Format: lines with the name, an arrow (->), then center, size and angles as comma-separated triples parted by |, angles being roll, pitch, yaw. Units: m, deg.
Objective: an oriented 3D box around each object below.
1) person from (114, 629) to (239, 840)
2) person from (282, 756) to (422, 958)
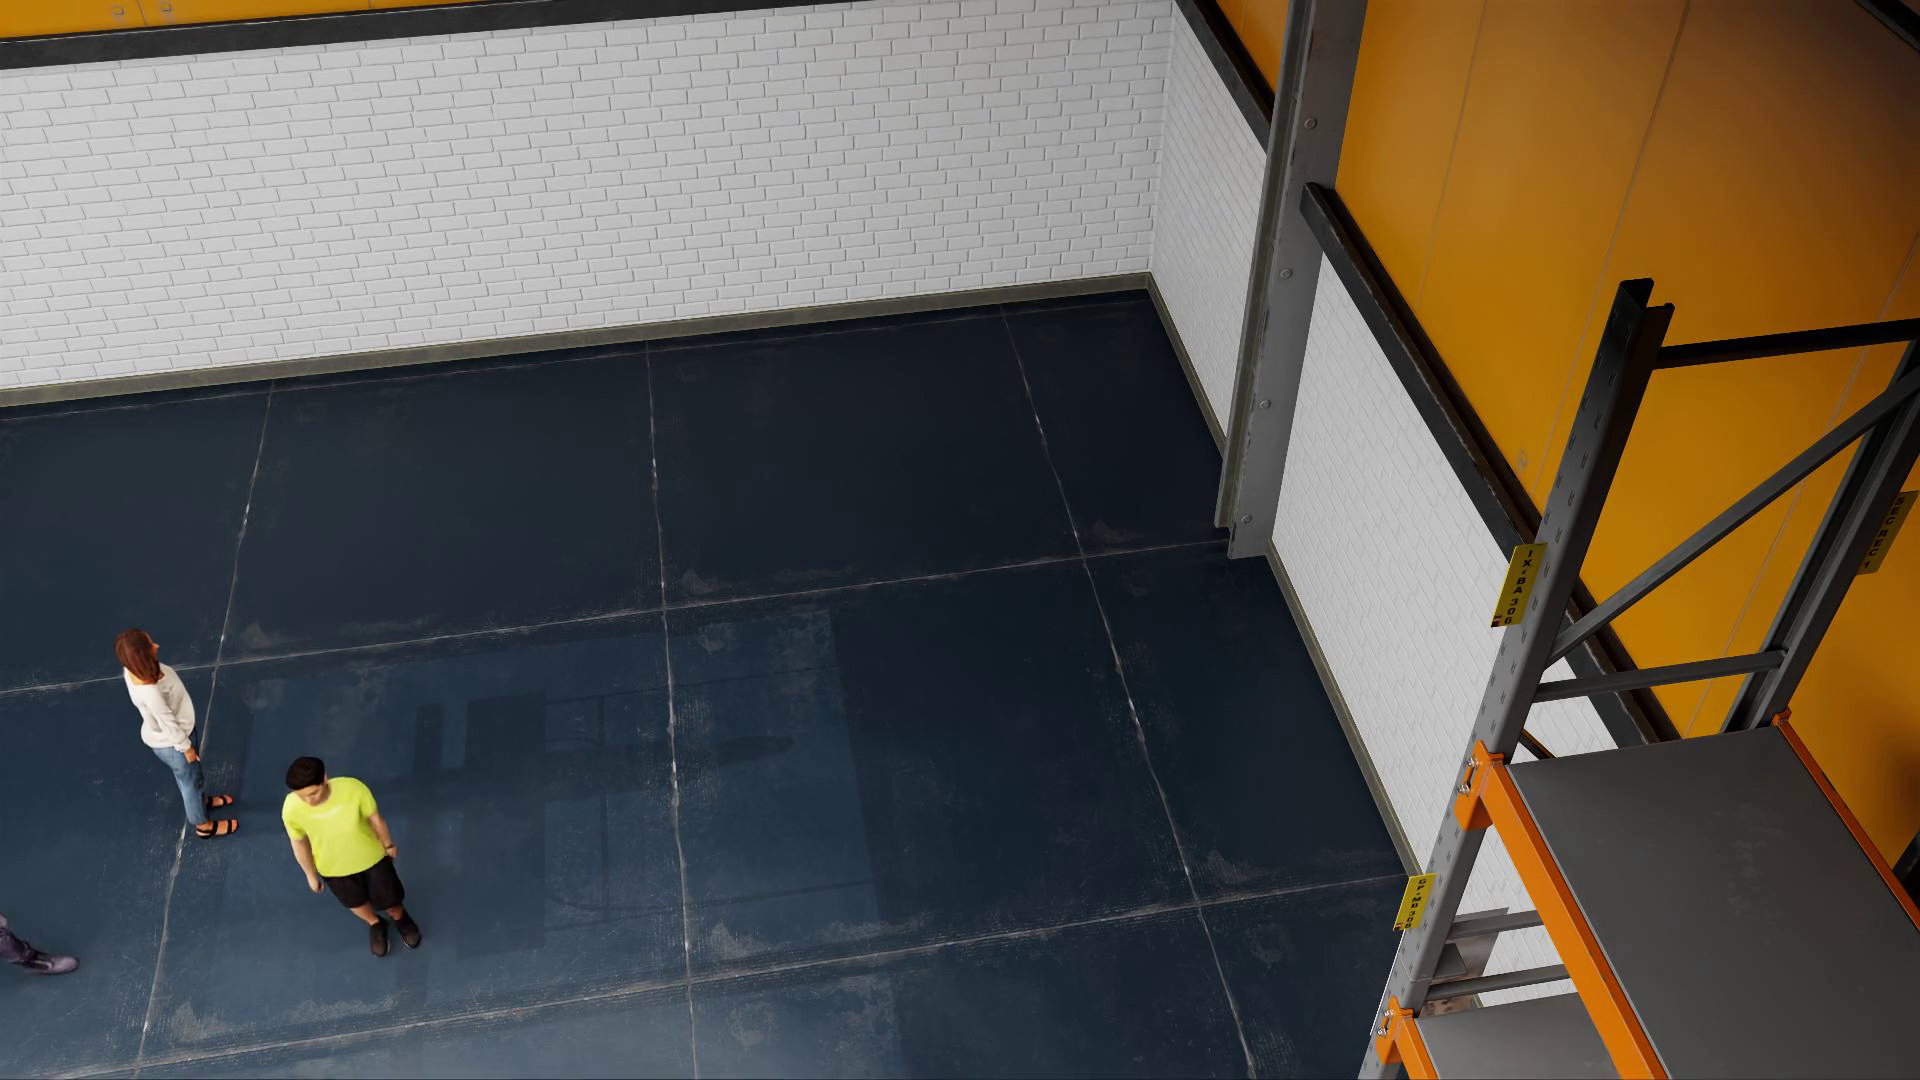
person -> -4.616, 1.127, 9.713 | 0.753, 1.678, 0.623 | -25, 49, -24
person -> -3.367, 1.668, 9.134 | 0.677, 1.694, 0.658 | -14, 45, -14
